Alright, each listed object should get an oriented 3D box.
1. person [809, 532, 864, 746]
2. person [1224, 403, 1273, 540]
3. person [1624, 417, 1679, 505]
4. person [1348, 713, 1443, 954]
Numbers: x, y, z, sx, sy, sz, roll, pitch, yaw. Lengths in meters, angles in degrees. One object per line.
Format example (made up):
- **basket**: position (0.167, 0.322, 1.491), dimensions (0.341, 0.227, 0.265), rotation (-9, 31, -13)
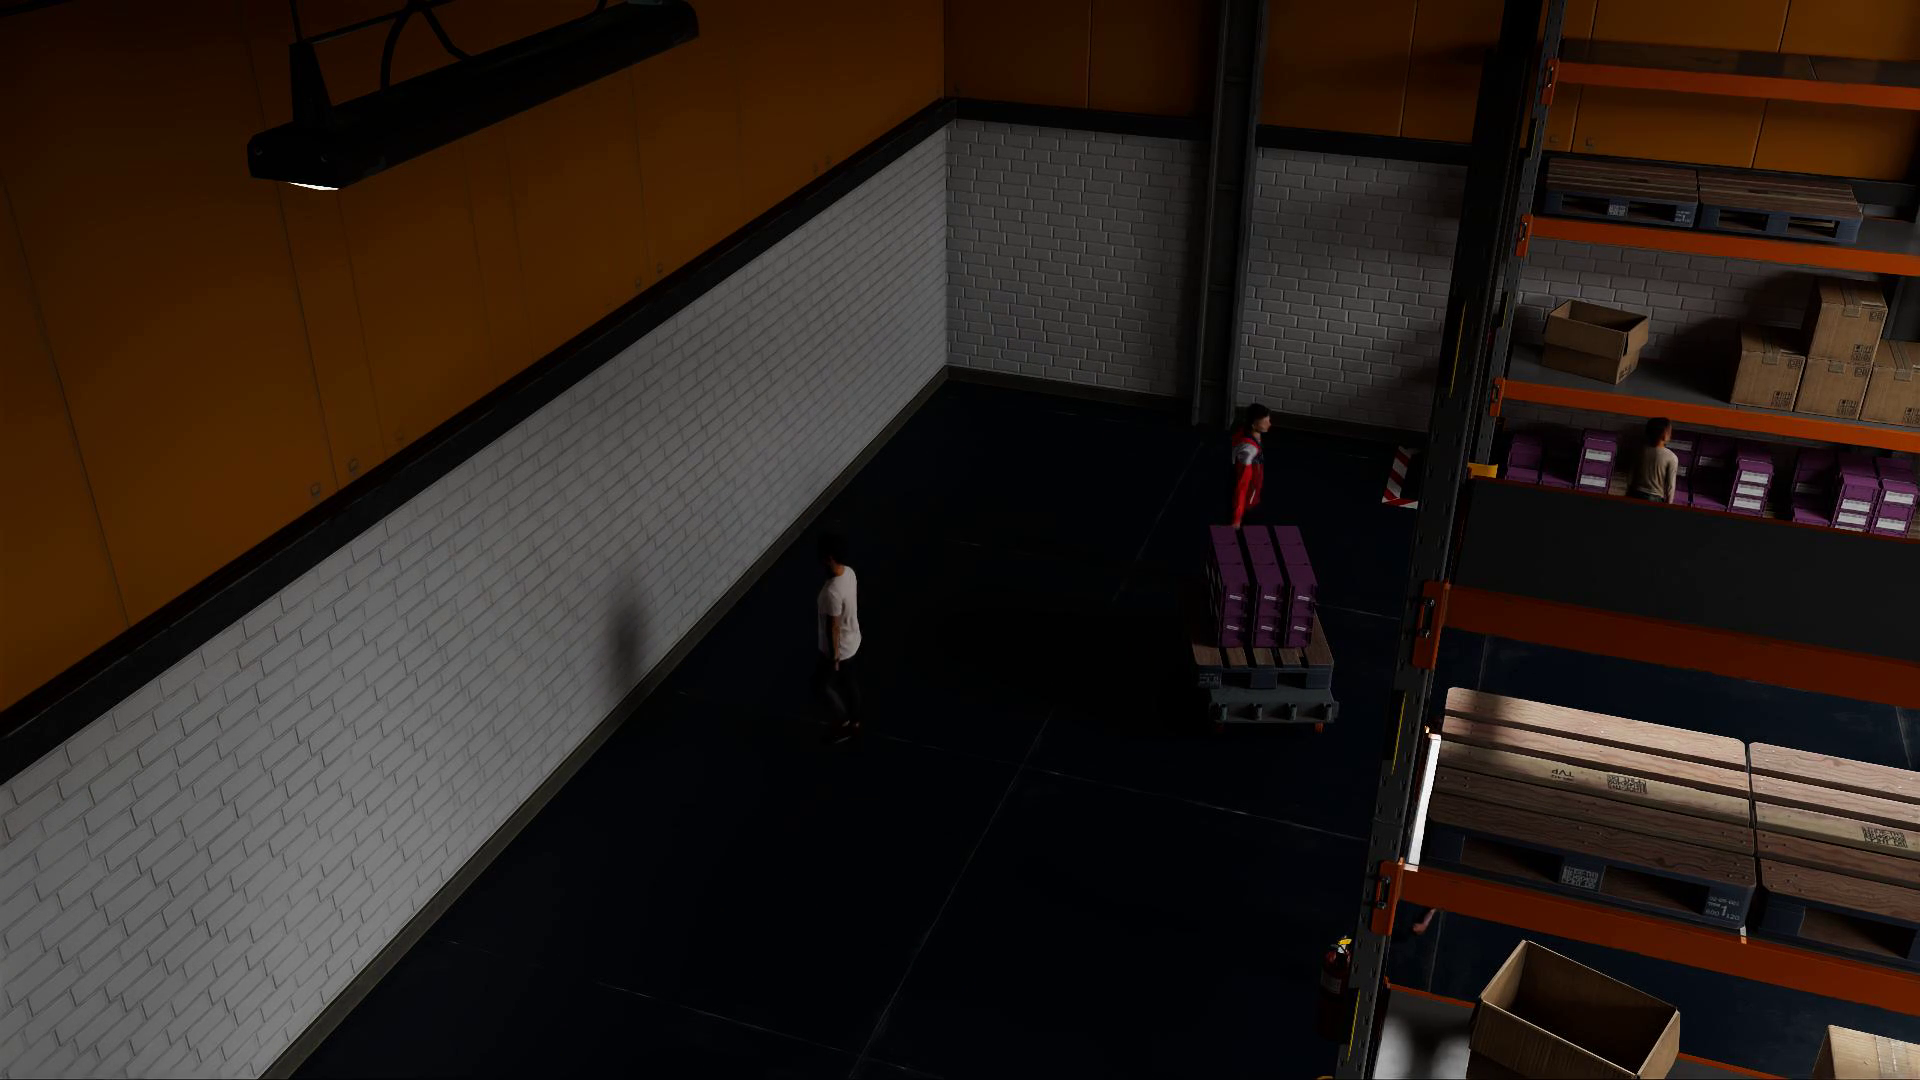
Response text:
- **person**: position (-0.786, 0.733, 11.791), dimensions (0.611, 1.712, 0.680), rotation (6, 29, 11)
- **person**: position (2.254, -0.321, 13.696), dimensions (0.784, 1.737, 0.810), rotation (3, 29, 5)
- **person**: position (5.784, -0.345, 14.027), dimensions (0.560, 1.463, 0.683), rotation (25, 37, 38)
- **person**: position (2.718, 1.776, 9.842), dimensions (1.039, 1.746, 1.072), rotation (-18, 33, -29)
